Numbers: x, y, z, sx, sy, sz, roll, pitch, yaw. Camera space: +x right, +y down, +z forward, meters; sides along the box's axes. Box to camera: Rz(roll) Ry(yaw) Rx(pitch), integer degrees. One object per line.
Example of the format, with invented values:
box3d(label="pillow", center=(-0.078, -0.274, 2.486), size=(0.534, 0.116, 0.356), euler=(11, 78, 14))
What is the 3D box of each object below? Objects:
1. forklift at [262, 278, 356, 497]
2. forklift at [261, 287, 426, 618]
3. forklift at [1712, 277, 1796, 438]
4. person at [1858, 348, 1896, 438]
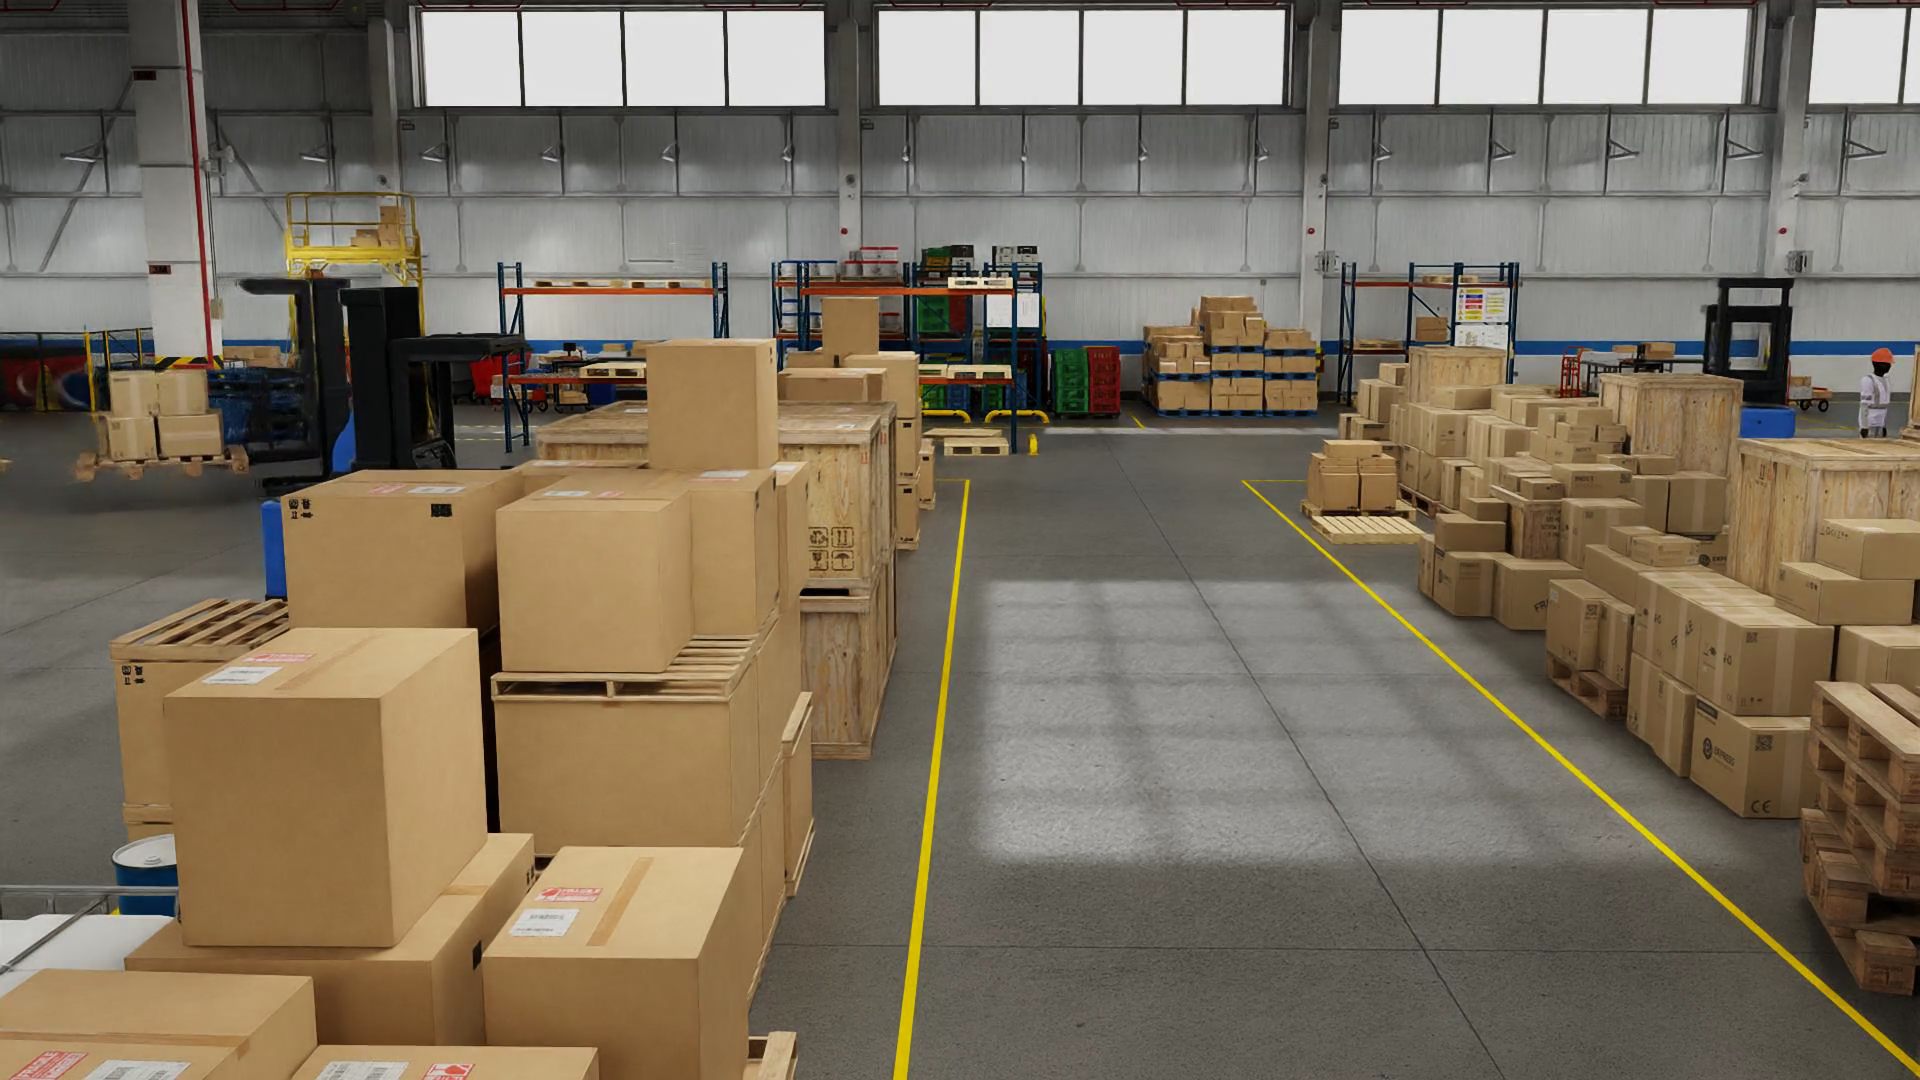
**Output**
box3d(label="forklift", center=(-8.253, -2.054, 21.937), size=(1.873, 2.768, 1.129), euler=(-4, 10, -25))
box3d(label="forklift", center=(-4.769, -0.711, 13.897), size=(1.873, 2.768, 1.129), euler=(0, 9, 1))
box3d(label="forklift", center=(10.850, -2.217, 22.918), size=(1.129, 2.768, 1.873), euler=(3, 10, 17))
box3d(label="person", center=(11.839, -1.513, 21.515), size=(0.547, 1.939, 0.376), euler=(-7, 11, -34))
